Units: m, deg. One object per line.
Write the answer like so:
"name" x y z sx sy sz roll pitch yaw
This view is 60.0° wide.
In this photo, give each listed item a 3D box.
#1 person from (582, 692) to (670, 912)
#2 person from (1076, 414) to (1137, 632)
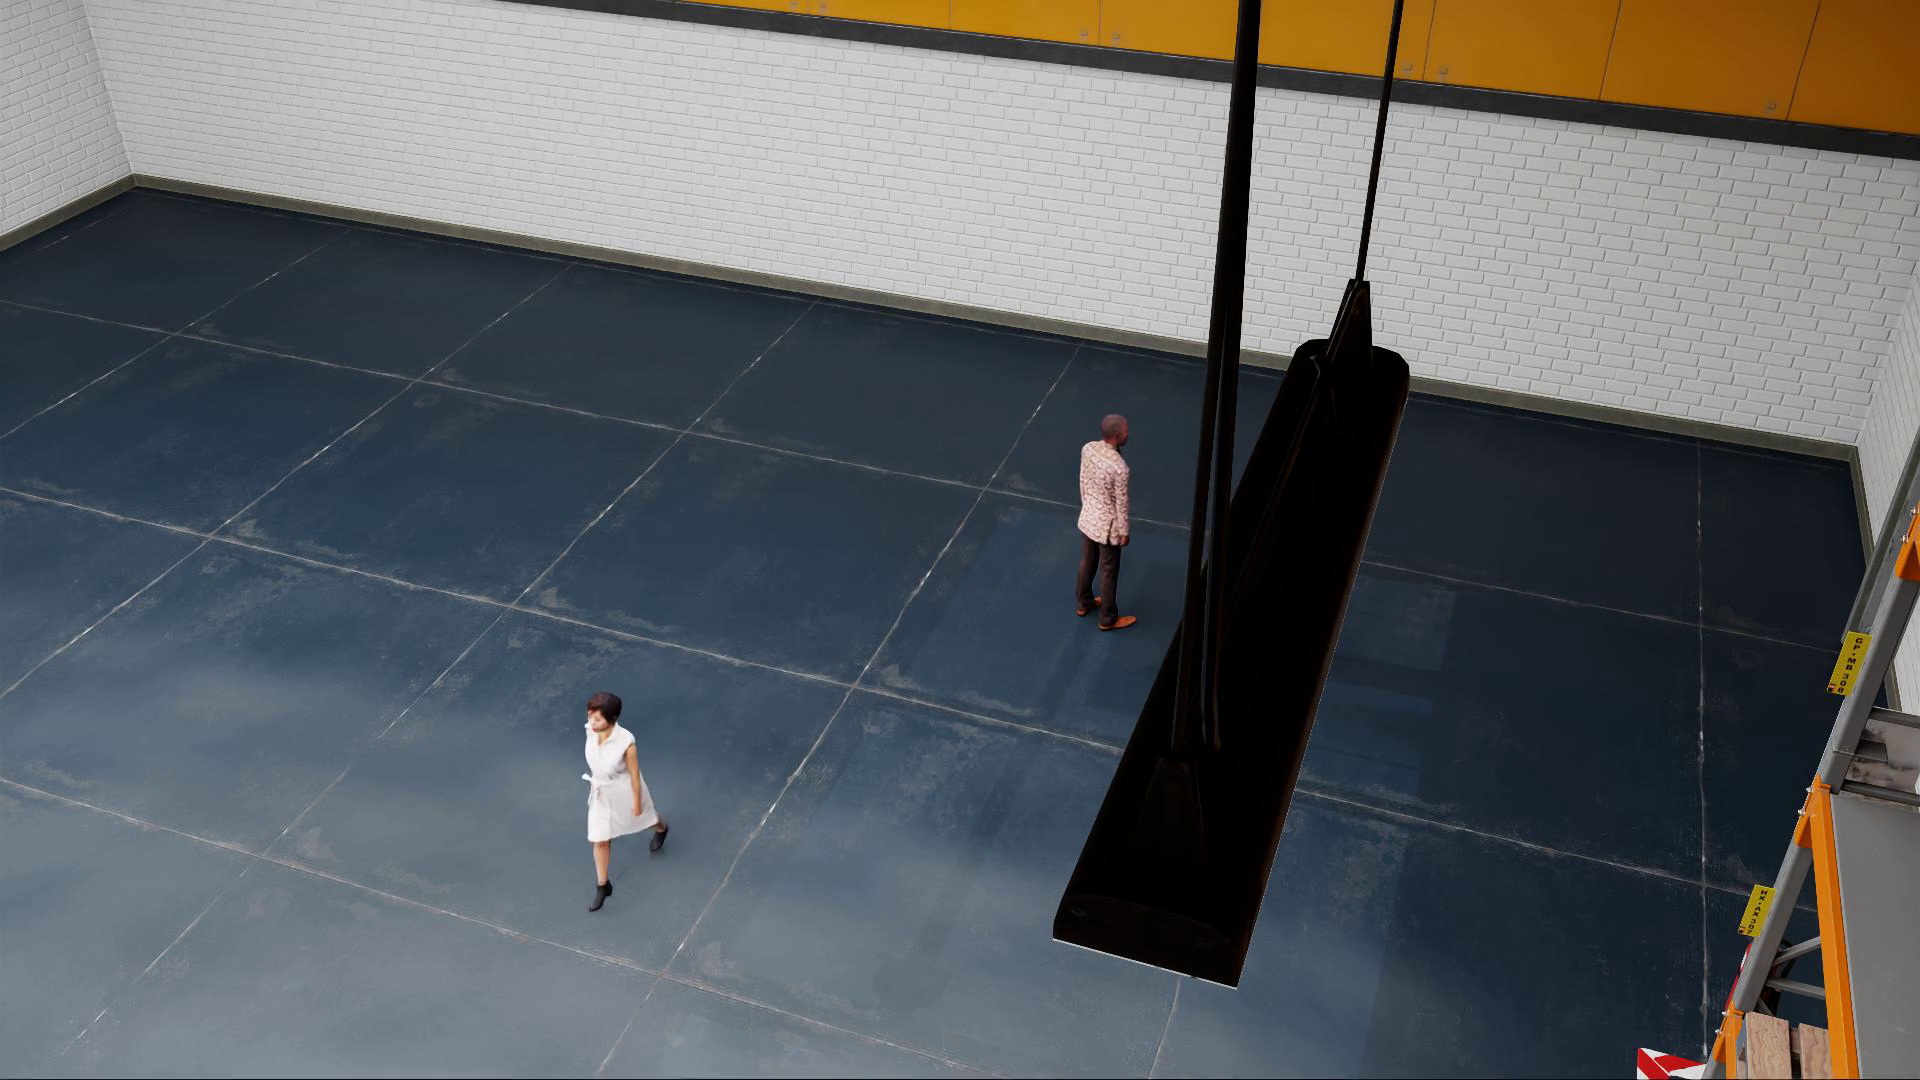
"person" -2.100 1.548 10.478 0.610 1.517 1.041 16 37 22
"person" 1.099 -0.143 12.757 0.803 1.810 0.775 -20 39 -28
